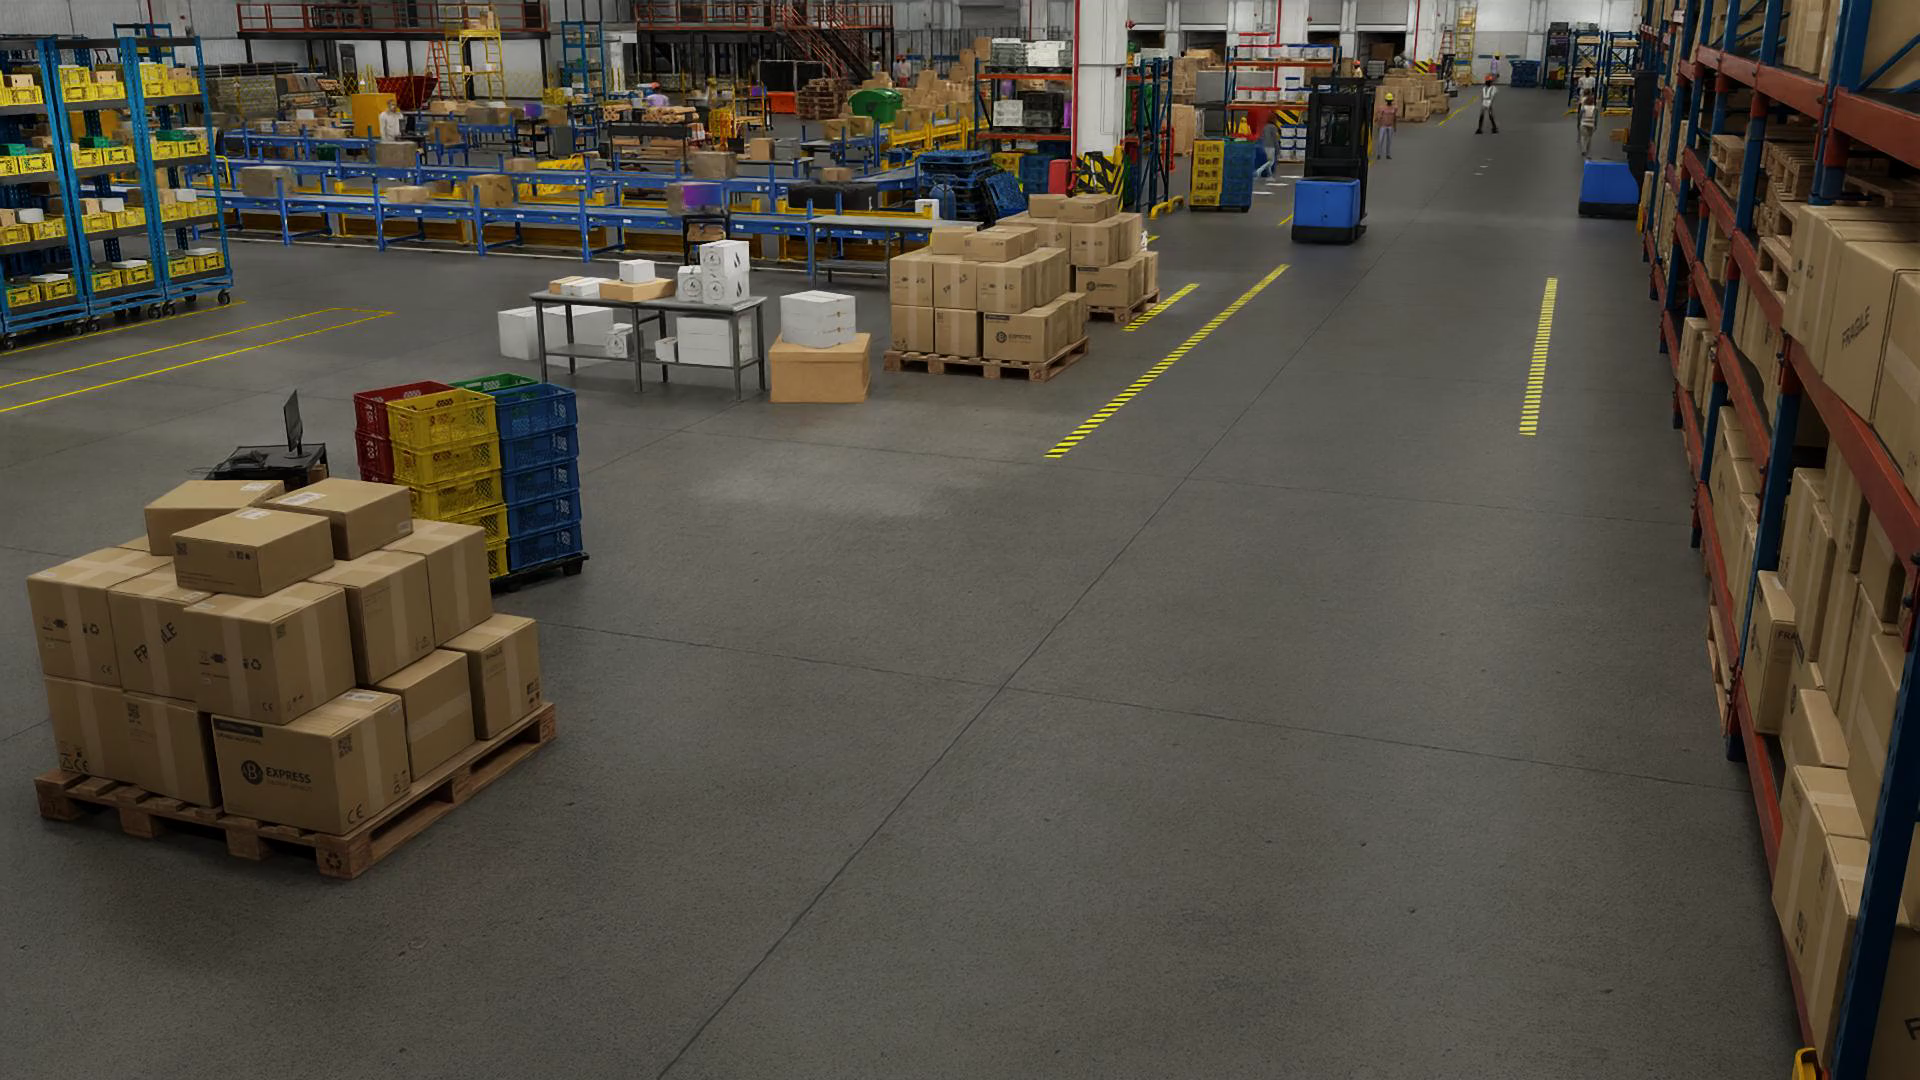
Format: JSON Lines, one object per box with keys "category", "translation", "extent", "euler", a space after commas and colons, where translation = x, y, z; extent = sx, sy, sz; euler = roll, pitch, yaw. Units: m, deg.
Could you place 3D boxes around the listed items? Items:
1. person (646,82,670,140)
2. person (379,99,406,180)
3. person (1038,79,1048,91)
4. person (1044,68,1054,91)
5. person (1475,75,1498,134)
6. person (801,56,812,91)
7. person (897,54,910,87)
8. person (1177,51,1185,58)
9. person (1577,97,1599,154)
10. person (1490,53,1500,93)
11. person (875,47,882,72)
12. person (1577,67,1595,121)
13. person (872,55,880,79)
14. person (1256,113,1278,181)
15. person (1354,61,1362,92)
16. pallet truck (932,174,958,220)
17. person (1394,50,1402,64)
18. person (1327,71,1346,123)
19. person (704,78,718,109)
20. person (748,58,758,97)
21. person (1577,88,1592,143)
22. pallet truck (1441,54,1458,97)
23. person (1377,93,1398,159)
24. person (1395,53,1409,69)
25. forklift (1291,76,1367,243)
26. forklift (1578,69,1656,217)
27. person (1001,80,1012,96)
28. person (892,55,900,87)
{"category": "person", "translation": [-8.480, -11.831, 46.771], "extent": [0.644, 2.009, 0.537], "euler": [-7, 19, -20]}
{"category": "person", "translation": [-13.578, -9.606, 39.941], "extent": [0.400, 1.901, 0.645], "euler": [16, 24, 41]}
{"category": "person", "translation": [3.894, -21.719, 78.339], "extent": [0.619, 1.685, 0.350], "euler": [-6, 19, -19]}
{"category": "person", "translation": [4.076, -21.399, 77.118], "extent": [1.009, 1.832, 0.586], "euler": [-5, 18, -16]}
{"category": "person", "translation": [17.457, -14.383, 54.932], "extent": [0.926, 1.909, 0.542], "euler": [-14, 22, -37]}
{"category": "person", "translation": [-7.424, -22.179, 79.520], "extent": [0.624, 1.846, 0.817], "euler": [11, 21, 32]}
{"category": "person", "translation": [-2.624, -21.612, 77.513], "extent": [0.638, 1.984, 0.441], "euler": [4, 18, 11]}
{"category": "person", "translation": [11.995, -25.477, 89.903], "extent": [0.622, 1.839, 0.429], "euler": [-12, 21, -34]}
{"category": "person", "translation": [17.804, -11.764, 47.199], "extent": [0.528, 1.599, 0.845], "euler": [6, 18, 17]}
{"category": "person", "translation": [26.610, -23.221, 82.660], "extent": [0.364, 1.928, 0.594], "euler": [-7, 19, -21]}
{"category": "person", "translation": [-5.093, -29.325, 102.018], "extent": [0.736, 1.815, 0.661], "euler": [2, 18, 6]}
{"category": "person", "translation": [23.027, -16.408, 61.223], "extent": [0.606, 1.955, 0.382], "euler": [4, 18, 13]}
{"category": "person", "translation": [-3.959, -22.061, 79.067], "extent": [0.457, 1.897, 0.636], "euler": [-10, 20, -30]}
{"category": "person", "translation": [7.315, -9.318, 39.478], "extent": [0.572, 1.615, 0.514], "euler": [-6, 19, -19]}
{"category": "person", "translation": [16.637, -19.128, 69.812], "extent": [0.400, 1.928, 0.542], "euler": [9, 20, 27]}
{"category": "pallet truck", "translation": [-0.507, -5.292, 27.348], "extent": [0.653, 1.274, 1.630], "euler": [6, 19, 19]}
{"category": "person", "translation": [23.750, -25.566, 90.119], "extent": [0.524, 1.876, 0.325], "euler": [7, 19, 21]}
{"category": "person", "translation": [13.647, -15.977, 60.058], "extent": [0.830, 1.840, 0.515], "euler": [8, 19, 23]}
{"category": "person", "translation": [-8.328, -14.460, 55.343], "extent": [0.613, 1.797, 0.634], "euler": [7, 19, 21]}
{"category": "person", "translation": [-9.488, -21.201, 76.488], "extent": [0.568, 1.830, 0.507], "euler": [-9, 20, -25]}
{"category": "person", "translation": [19.318, -13.122, 51.400], "extent": [0.306, 1.640, 0.522], "euler": [-1, 18, -3]}
{"category": "pallet truck", "translation": [22.765, -21.886, 78.355], "extent": [0.823, 1.965, 1.885], "euler": [-4, 18, -14]}
{"category": "person", "translation": [11.705, -11.328, 45.559], "extent": [0.533, 1.767, 0.326], "euler": [0, 18, -1]}
{"category": "person", "translation": [20.919, -22.140, 79.085], "extent": [1.030, 2.000, 0.702], "euler": [-10, 20, -29]}
{"category": "forklift", "translation": [6.598, -6.755, 29.381], "extent": [1.129, 2.768, 1.873], "euler": [6, 19, 19]}
{"category": "forklift", "translation": [13.219, -7.740, 32.475], "extent": [1.873, 2.768, 1.129], "euler": [6, 19, 18]}
{"category": "person", "translation": [1.562, -15.667, 58.982], "extent": [0.980, 1.879, 0.589], "euler": [-10, 20, -30]}
{"category": "person", "translation": [-2.951, -22.151, 79.308], "extent": [0.572, 1.921, 0.438], "euler": [0, 18, 1]}
